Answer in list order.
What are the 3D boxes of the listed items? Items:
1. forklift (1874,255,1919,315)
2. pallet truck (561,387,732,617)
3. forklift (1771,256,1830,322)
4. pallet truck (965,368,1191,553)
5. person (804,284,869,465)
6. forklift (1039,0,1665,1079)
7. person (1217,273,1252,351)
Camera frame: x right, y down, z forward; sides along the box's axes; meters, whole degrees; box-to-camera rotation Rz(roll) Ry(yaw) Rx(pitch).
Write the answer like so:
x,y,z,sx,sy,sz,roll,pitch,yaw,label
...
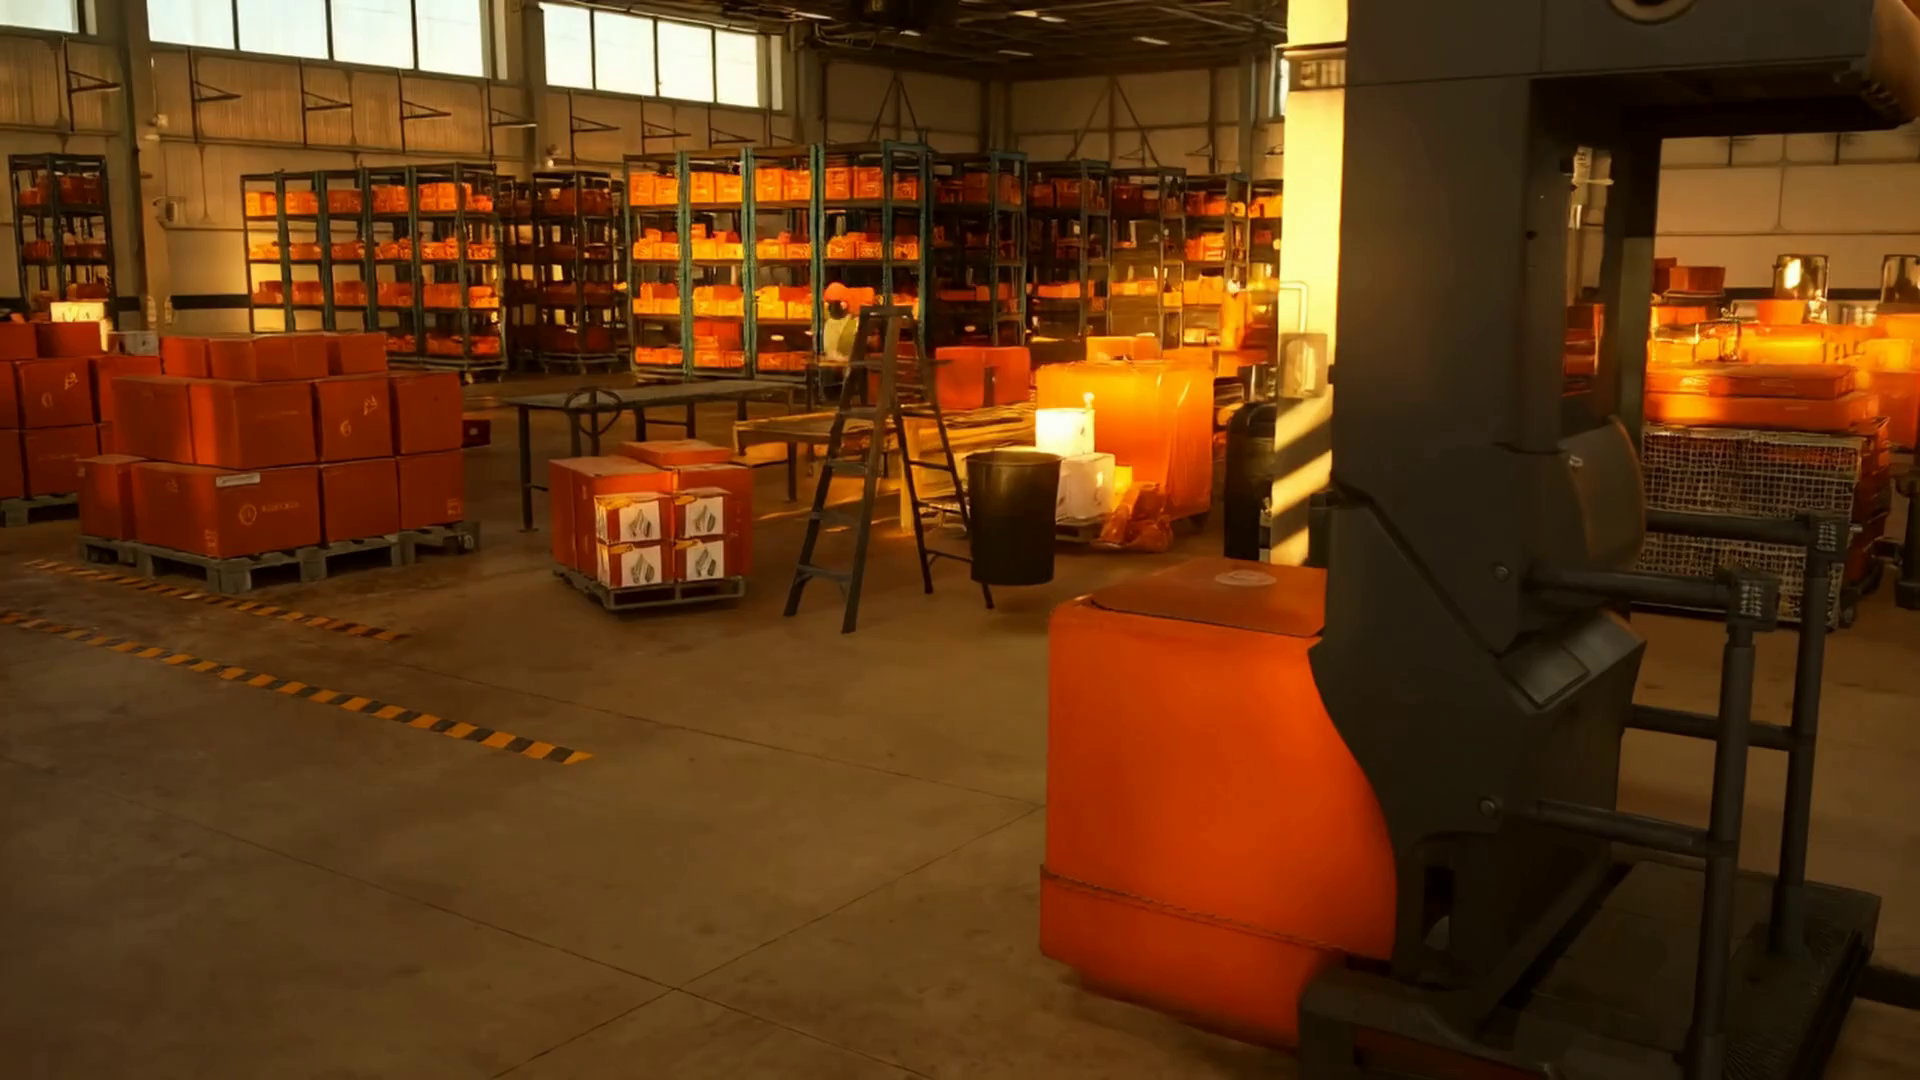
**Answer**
x,y,z,sx,sy,sz,roll,pitch,yaw,label
22.089,-5.634,38.796,1.157,1.987,2.680,6,11,33,forklift
-1.981,-0.274,10.088,0.680,1.201,1.601,-5,11,-28,pallet truck
20.253,-5.854,40.139,1.157,1.987,2.680,7,12,35,forklift
0.845,-0.609,11.869,1.630,1.274,0.653,7,12,35,pallet truck
-1.247,-1.626,16.471,0.911,1.786,0.618,-8,12,-39,person
1.249,-0.137,4.360,1.873,2.768,1.129,7,12,35,forklift
4.634,-3.585,28.025,0.583,1.825,0.581,7,12,34,person
